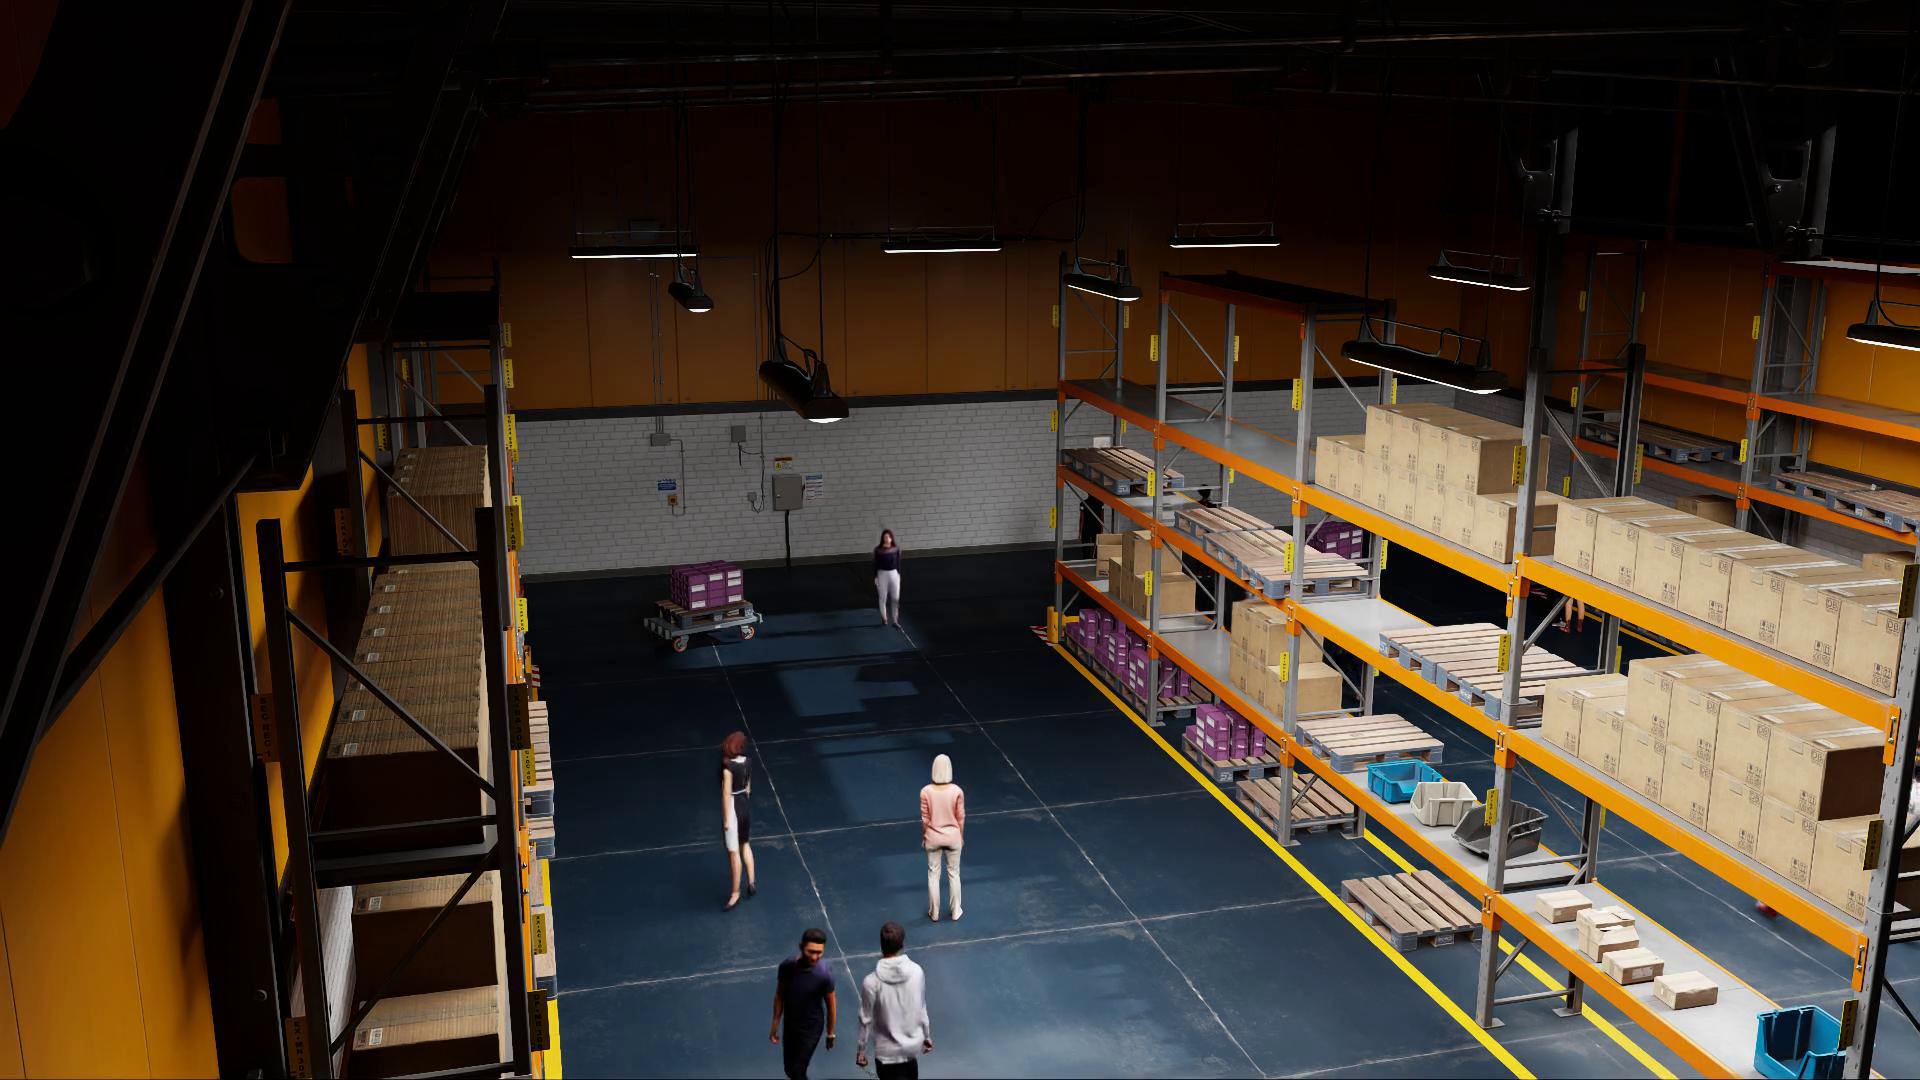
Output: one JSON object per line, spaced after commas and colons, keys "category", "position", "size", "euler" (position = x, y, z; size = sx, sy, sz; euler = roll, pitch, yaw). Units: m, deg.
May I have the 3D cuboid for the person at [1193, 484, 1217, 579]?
{"category": "person", "position": [4.341, -0.162, 29.529], "size": [0.611, 1.674, 0.552], "euler": [-2, 14, -9]}

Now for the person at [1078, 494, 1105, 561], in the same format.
{"category": "person", "position": [2.310, -0.142, 29.330], "size": [0.605, 1.729, 0.536], "euler": [-4, 14, -15]}

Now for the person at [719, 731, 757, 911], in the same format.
{"category": "person", "position": [-2.275, 2.855, 16.866], "size": [0.807, 1.771, 0.732], "euler": [3, 14, 14]}

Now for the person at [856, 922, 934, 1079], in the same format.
{"category": "person", "position": [-0.423, 3.854, 12.514], "size": [0.943, 1.877, 1.189], "euler": [-9, 16, -33]}

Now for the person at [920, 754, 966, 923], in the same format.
{"category": "person", "position": [-0.172, 2.957, 16.543], "size": [0.653, 1.724, 0.605], "euler": [0, 14, 0]}

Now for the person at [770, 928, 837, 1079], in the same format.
{"category": "person", "position": [-1.179, 3.806, 13.001], "size": [0.805, 1.740, 0.870], "euler": [10, 17, 37]}

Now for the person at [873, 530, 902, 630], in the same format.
{"category": "person", "position": [-1.178, 0.623, 26.532], "size": [0.611, 1.558, 0.842], "euler": [-3, 14, -12]}

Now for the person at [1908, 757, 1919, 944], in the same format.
{"category": "person", "position": [9.221, 3.014, 16.097], "size": [0.863, 1.822, 1.056], "euler": [-9, 16, -34]}
